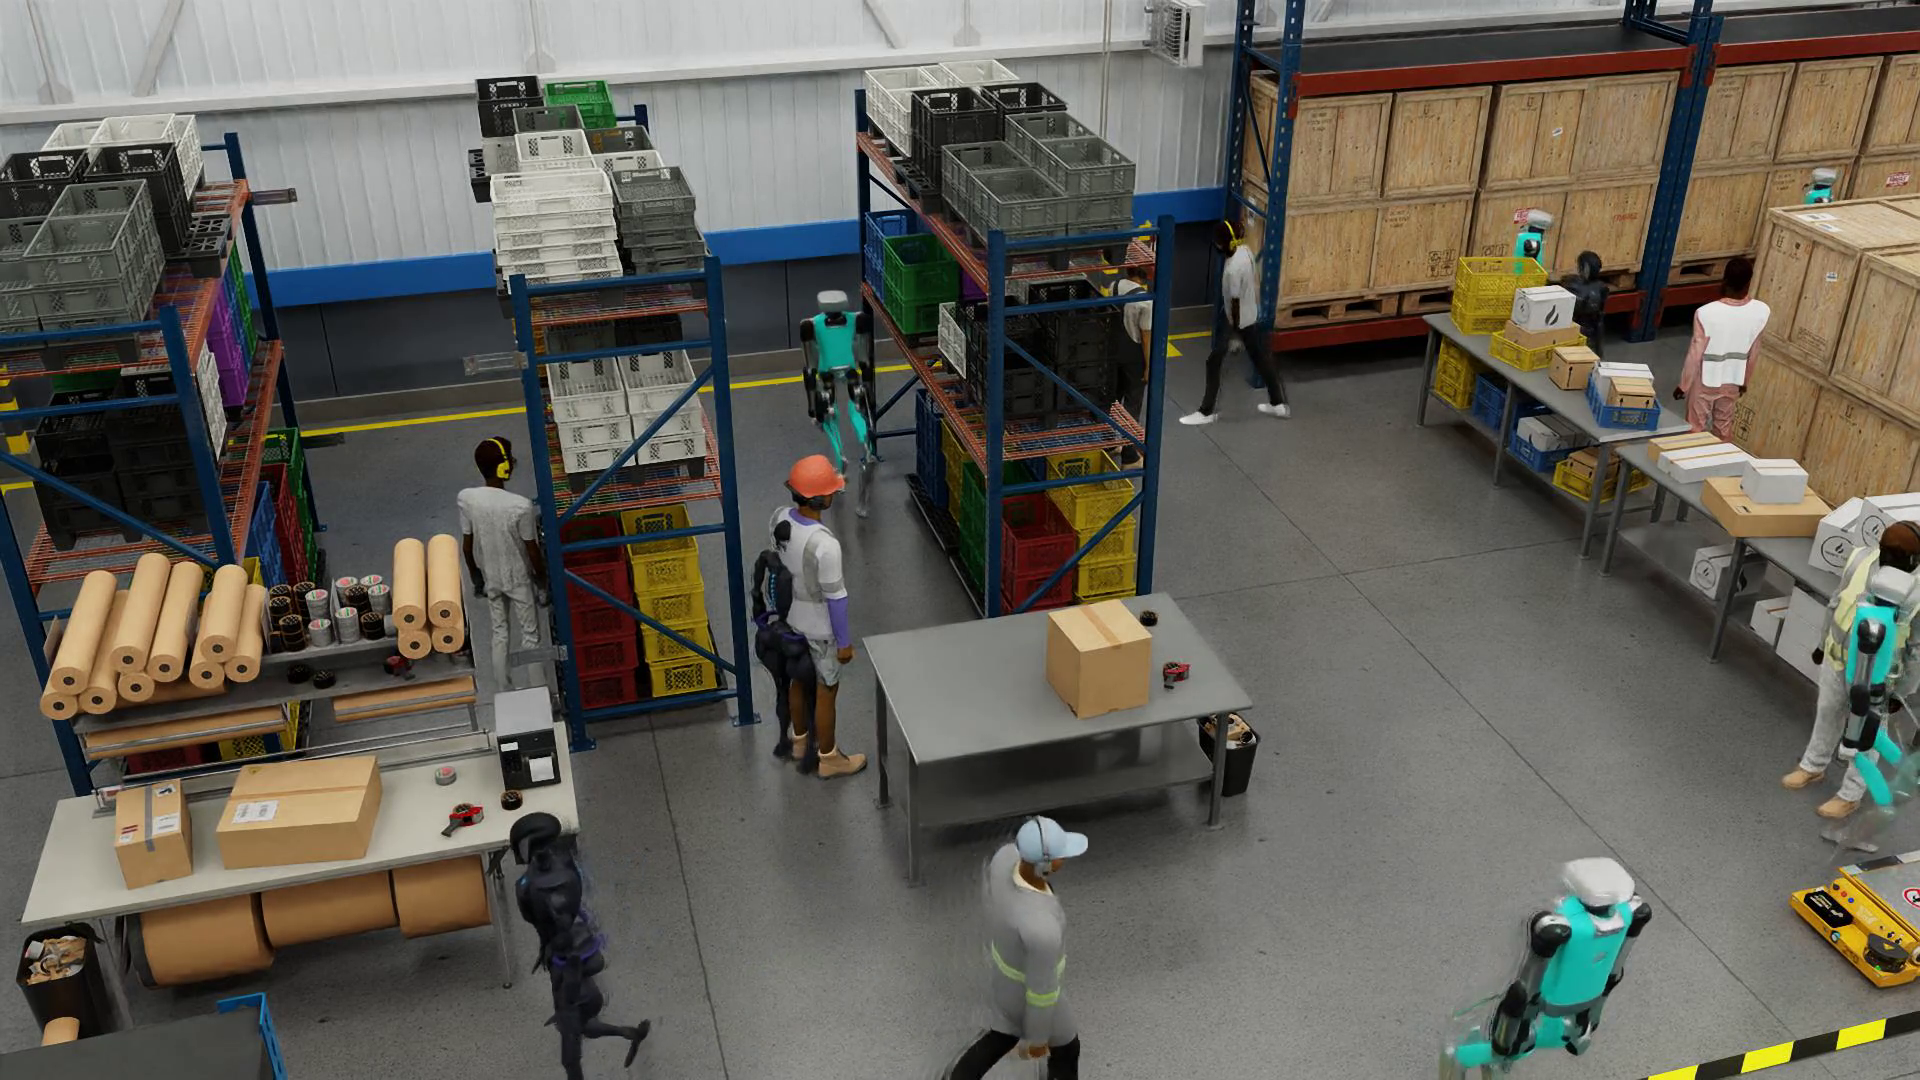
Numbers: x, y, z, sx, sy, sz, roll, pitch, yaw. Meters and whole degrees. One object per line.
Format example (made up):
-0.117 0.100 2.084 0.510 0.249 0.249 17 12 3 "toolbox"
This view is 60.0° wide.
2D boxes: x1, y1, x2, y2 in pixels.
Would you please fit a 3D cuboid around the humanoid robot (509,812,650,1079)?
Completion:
-1.654 1.868 7.313 0.544 1.643 0.598 -14 32 -23 "humanoid robot"

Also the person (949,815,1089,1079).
0.261 1.903 7.080 0.852 1.825 0.585 -11 31 -20 "person"

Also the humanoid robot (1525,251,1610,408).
4.996 -1.611 13.661 0.609 1.633 0.698 -13 31 -22 "humanoid robot"

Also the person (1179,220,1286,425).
2.372 -1.814 13.882 0.889 1.799 0.593 7 30 12 "person"

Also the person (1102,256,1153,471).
1.342 -1.431 13.142 0.346 1.837 0.500 -18 34 -29 "person"

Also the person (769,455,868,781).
-0.809 0.444 9.514 0.372 2.043 0.610 -22 35 -34 "person"

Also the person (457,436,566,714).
-2.725 0.246 10.059 0.517 1.864 0.336 7 30 13 "person"

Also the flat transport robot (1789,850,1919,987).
5.163 1.916 8.676 1.431 0.231 0.659 -8 30 -14 "flat transport robot"

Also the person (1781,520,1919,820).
5.035 0.702 9.261 0.430 1.837 0.625 -11 31 -19 "person"

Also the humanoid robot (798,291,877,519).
-0.843 -0.925 12.351 0.542 1.748 1.033 -8 30 -15 "humanoid robot"

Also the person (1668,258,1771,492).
5.750 -1.209 12.648 0.587 1.920 0.390 -4 29 -8 "person"

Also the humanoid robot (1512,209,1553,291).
4.963 -1.899 14.098 0.705 1.808 0.530 5 29 10 "humanoid robot"

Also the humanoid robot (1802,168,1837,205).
7.955 -2.519 15.205 0.777 1.746 0.582 5 29 9 "humanoid robot"

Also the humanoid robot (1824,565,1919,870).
4.960 1.012 8.815 0.734 1.795 0.532 17 33 28 "humanoid robot"

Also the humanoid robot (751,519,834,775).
-0.963 0.590 9.614 0.616 1.646 0.360 19 34 31 "humanoid robot"

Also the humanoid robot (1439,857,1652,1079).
2.388 1.974 7.110 0.563 1.818 0.770 -10 30 -18 "humanoid robot"

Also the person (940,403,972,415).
0.274 -1.771 13.875 0.925 1.711 0.552 -1 29 -2 "person"
